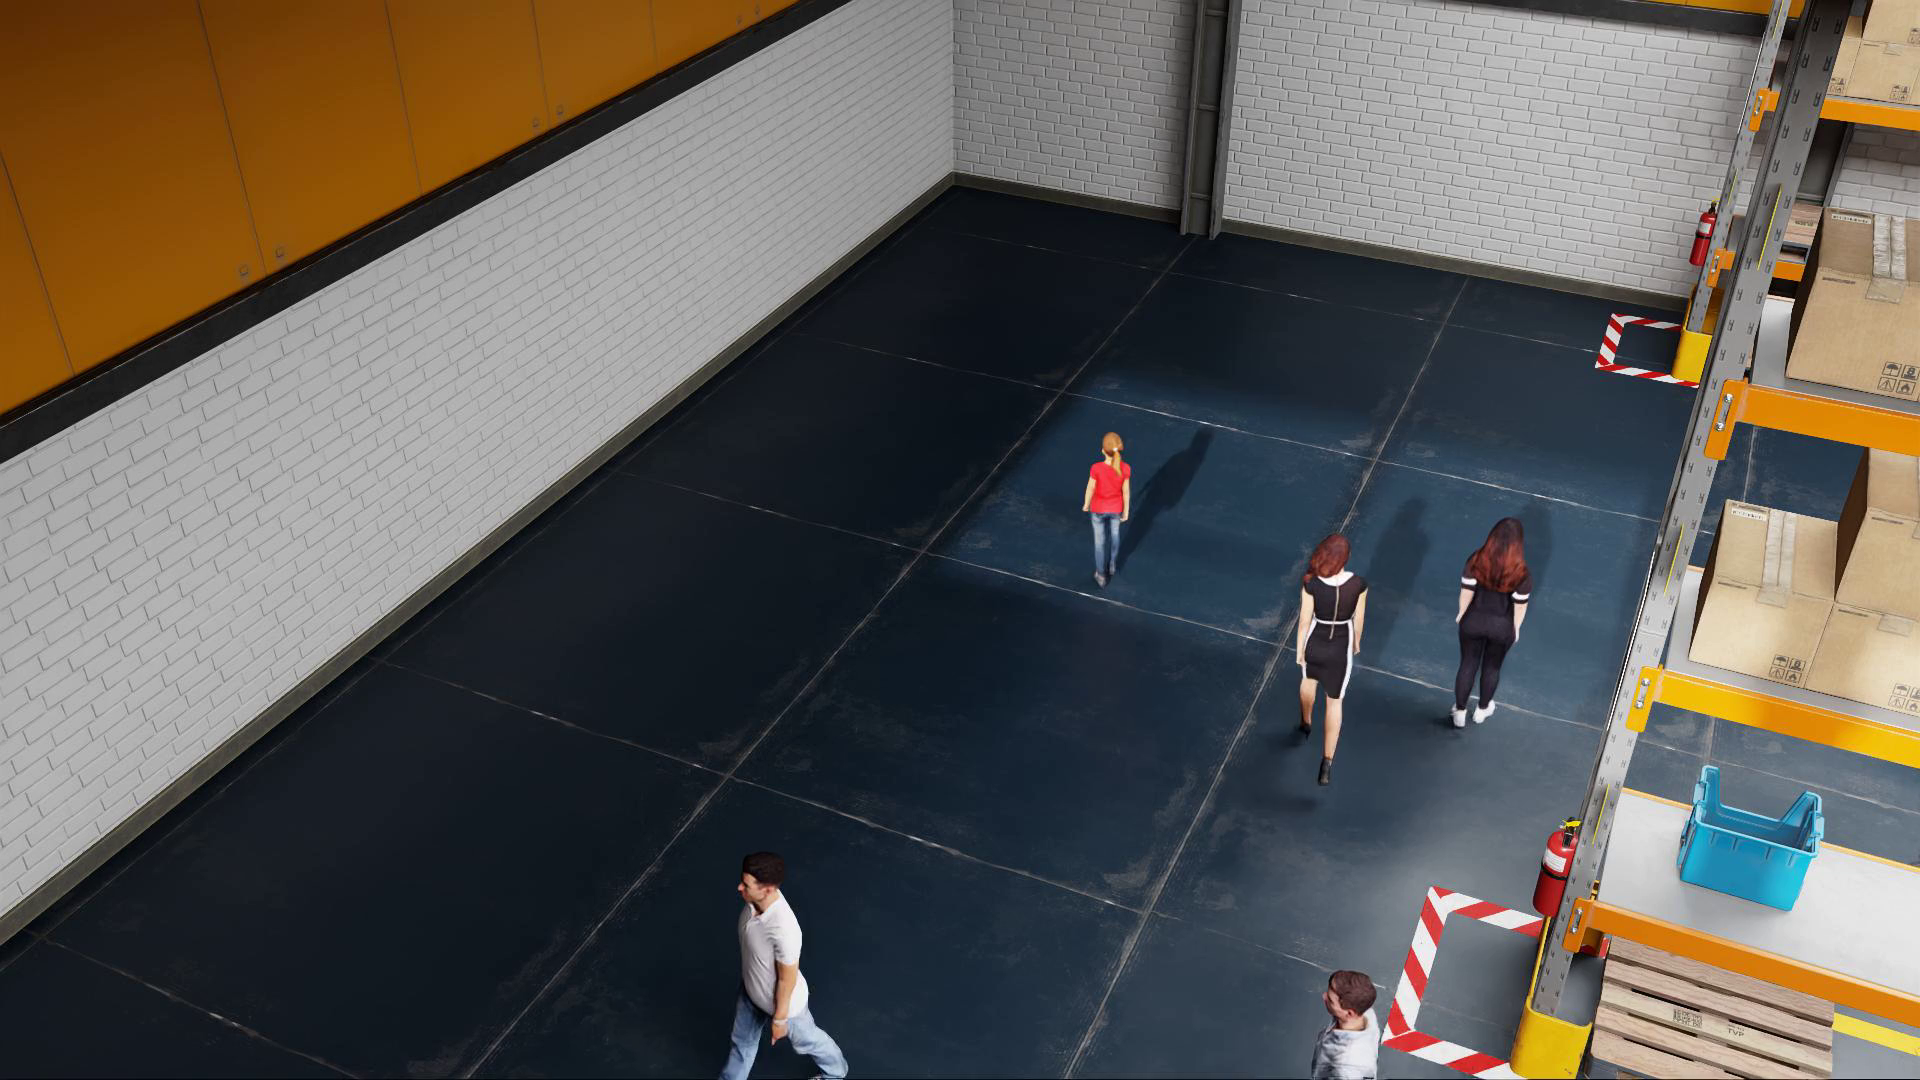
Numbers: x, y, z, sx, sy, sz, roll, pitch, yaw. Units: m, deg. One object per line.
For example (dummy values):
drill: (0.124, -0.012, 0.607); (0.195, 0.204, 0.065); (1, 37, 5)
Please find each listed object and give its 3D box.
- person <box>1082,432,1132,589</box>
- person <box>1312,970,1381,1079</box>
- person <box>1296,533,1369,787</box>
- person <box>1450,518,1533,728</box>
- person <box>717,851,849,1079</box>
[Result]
person: (1.145, -0.200, 12.789); (0.578, 1.299, 0.647); (-5, 34, -7)
person: (1.874, 2.746, 7.872); (0.867, 1.836, 0.746); (7, 34, 11)
person: (2.415, 0.795, 10.869); (1.102, 1.767, 0.874); (5, 34, 7)
person: (3.592, 0.568, 11.327); (0.528, 1.639, 0.654); (14, 36, 20)
person: (-0.874, 2.293, 8.575); (1.175, 1.812, 1.202); (-17, 37, -24)
